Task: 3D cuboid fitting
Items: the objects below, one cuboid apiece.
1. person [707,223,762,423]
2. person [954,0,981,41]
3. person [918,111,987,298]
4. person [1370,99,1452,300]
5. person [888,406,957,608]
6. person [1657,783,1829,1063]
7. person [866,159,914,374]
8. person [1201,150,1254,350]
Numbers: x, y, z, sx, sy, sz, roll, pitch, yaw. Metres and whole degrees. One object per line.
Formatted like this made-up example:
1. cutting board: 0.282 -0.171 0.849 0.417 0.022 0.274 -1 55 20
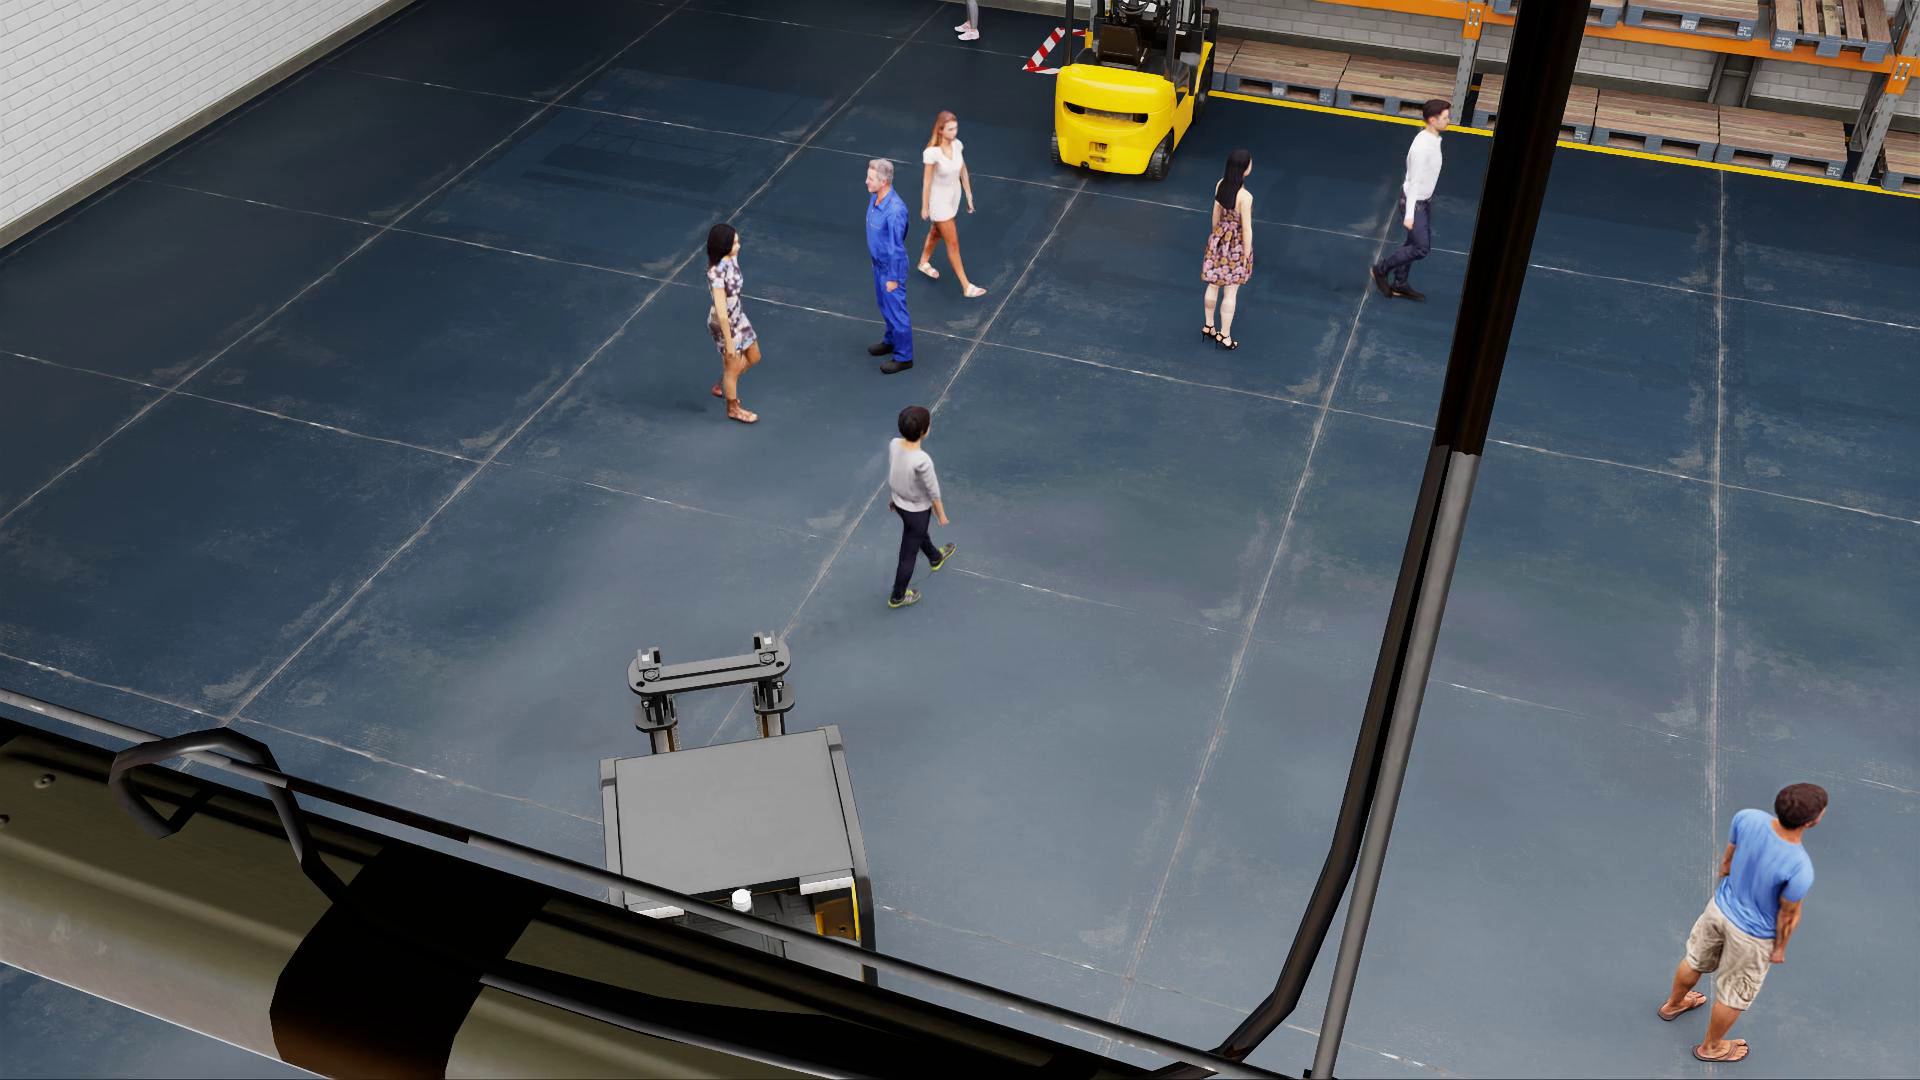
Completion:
1. person: -1.858 -1.669 12.877 0.667 1.729 0.644 10 40 12
2. person: 0.099 -6.586 19.130 0.672 1.609 0.655 -5 39 -6
3. person: -0.189 -2.981 14.586 0.916 1.646 1.189 -32 48 -33
4. person: 3.852 -2.927 14.353 0.771 1.852 0.684 19 42 22
5. person: -0.386 -0.192 11.189 0.915 1.526 0.950 -27 46 -30
6. person: 3.928 1.888 8.314 0.770 1.864 0.728 -13 40 -16
7. person: -0.563 -2.244 13.520 0.810 1.825 0.778 -13 40 -16
8. person: 2.229 -2.401 13.757 0.863 1.773 0.790 -23 44 -26
